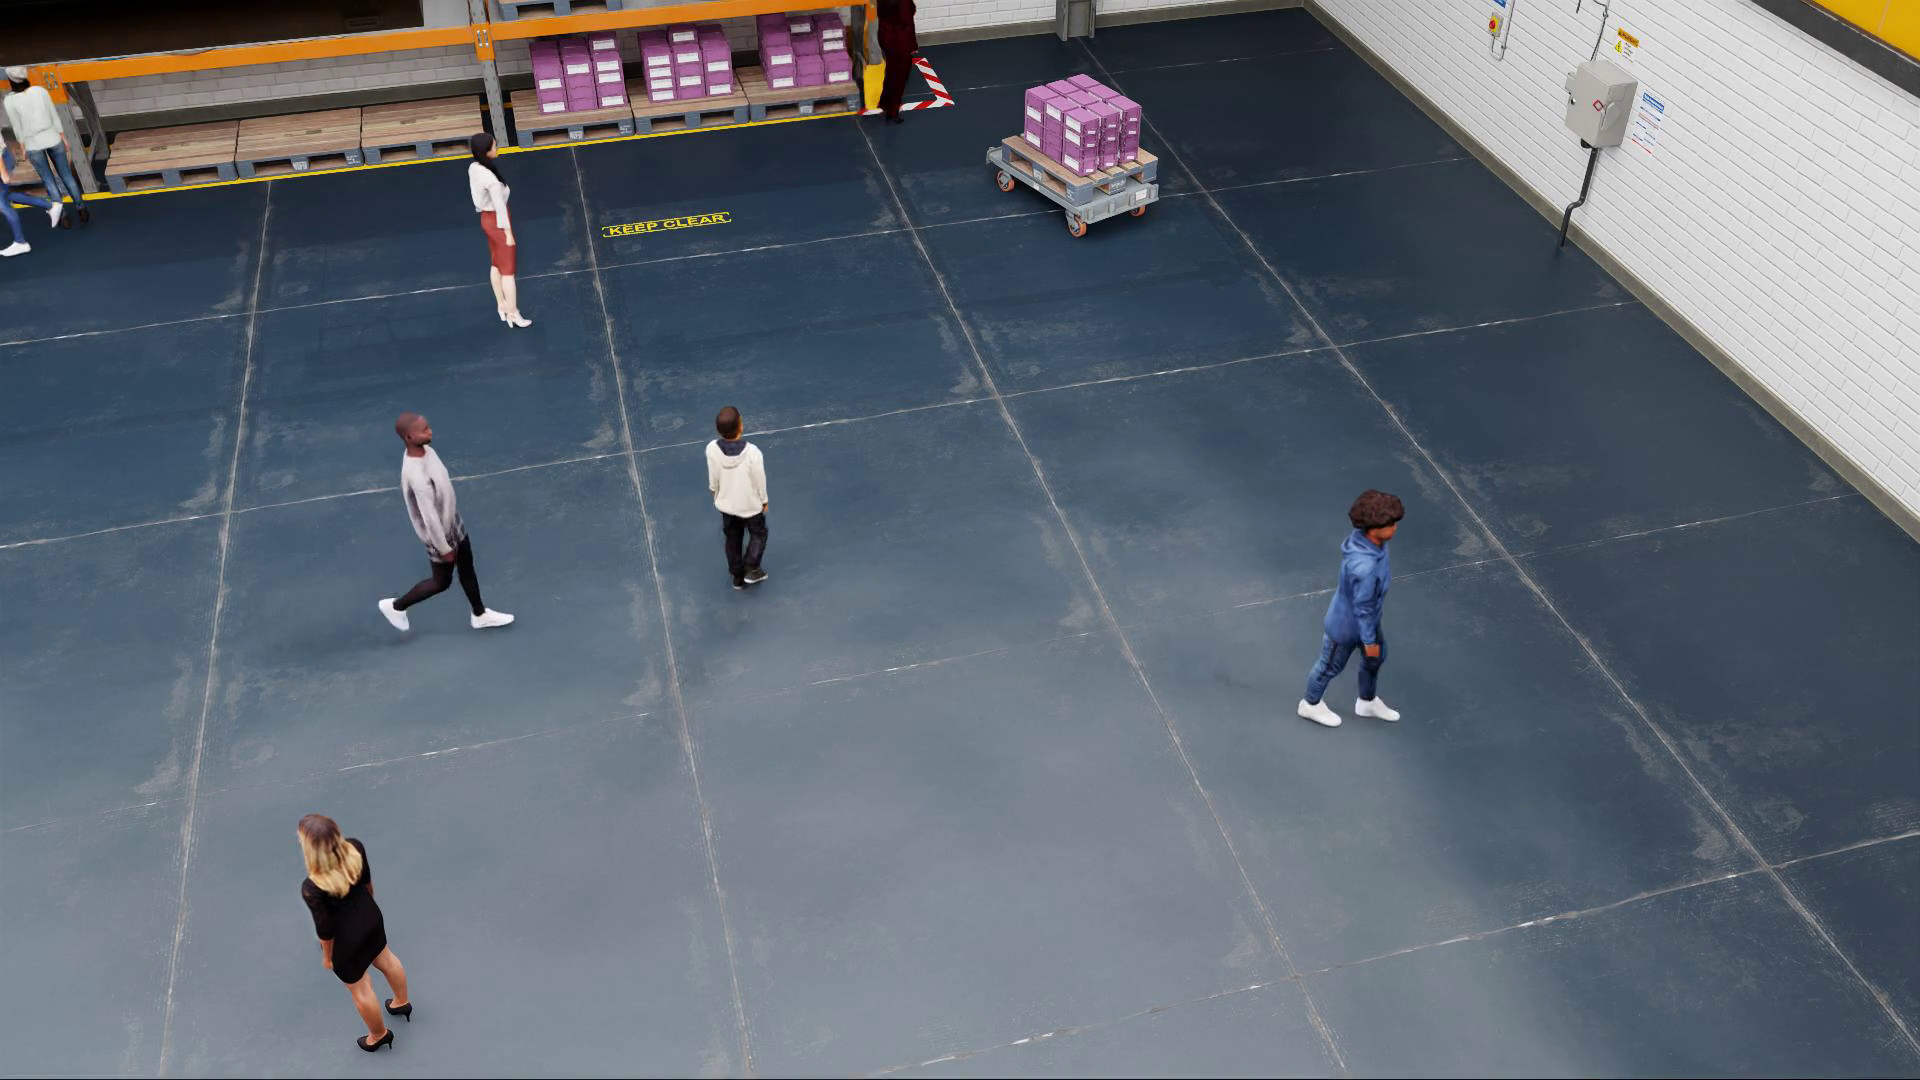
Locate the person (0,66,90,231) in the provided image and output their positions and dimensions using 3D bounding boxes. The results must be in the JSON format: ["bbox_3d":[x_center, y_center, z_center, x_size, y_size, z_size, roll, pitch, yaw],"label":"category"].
[{"bbox_3d":[-8.558,-3.706,15.516,0.580,1.644,0.701,-32,48,-33],"label":"person"}]

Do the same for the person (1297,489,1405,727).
[{"bbox_3d":[2.335,0.446,10.201,1.010,1.789,0.938,17,42,20],"label":"person"}]

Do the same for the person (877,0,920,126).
[{"bbox_3d":[-0.746,-5.114,17.199,0.766,1.745,0.737,-19,42,-22],"label":"person"}]

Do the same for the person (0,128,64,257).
[{"bbox_3d":[-8.667,-3.437,15.130,0.994,1.707,0.825,-27,46,-30],"label":"person"}]

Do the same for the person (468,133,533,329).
[{"bbox_3d":[-3.907,-2.618,14.070,0.640,1.749,0.670,-25,45,-28],"label":"person"}]

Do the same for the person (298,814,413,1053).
[{"bbox_3d":[-3.054,1.975,8.377,0.634,1.677,0.610,13,40,16],"label":"person"}]

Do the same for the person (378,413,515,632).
[{"bbox_3d":[-3.495,-0.058,10.860,1.103,1.755,0.728,-5,39,-6],"label":"person"}]

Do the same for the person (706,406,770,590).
[{"bbox_3d":[-1.523,-0.231,11.325,0.615,1.445,0.732,10,40,13],"label":"person"}]
